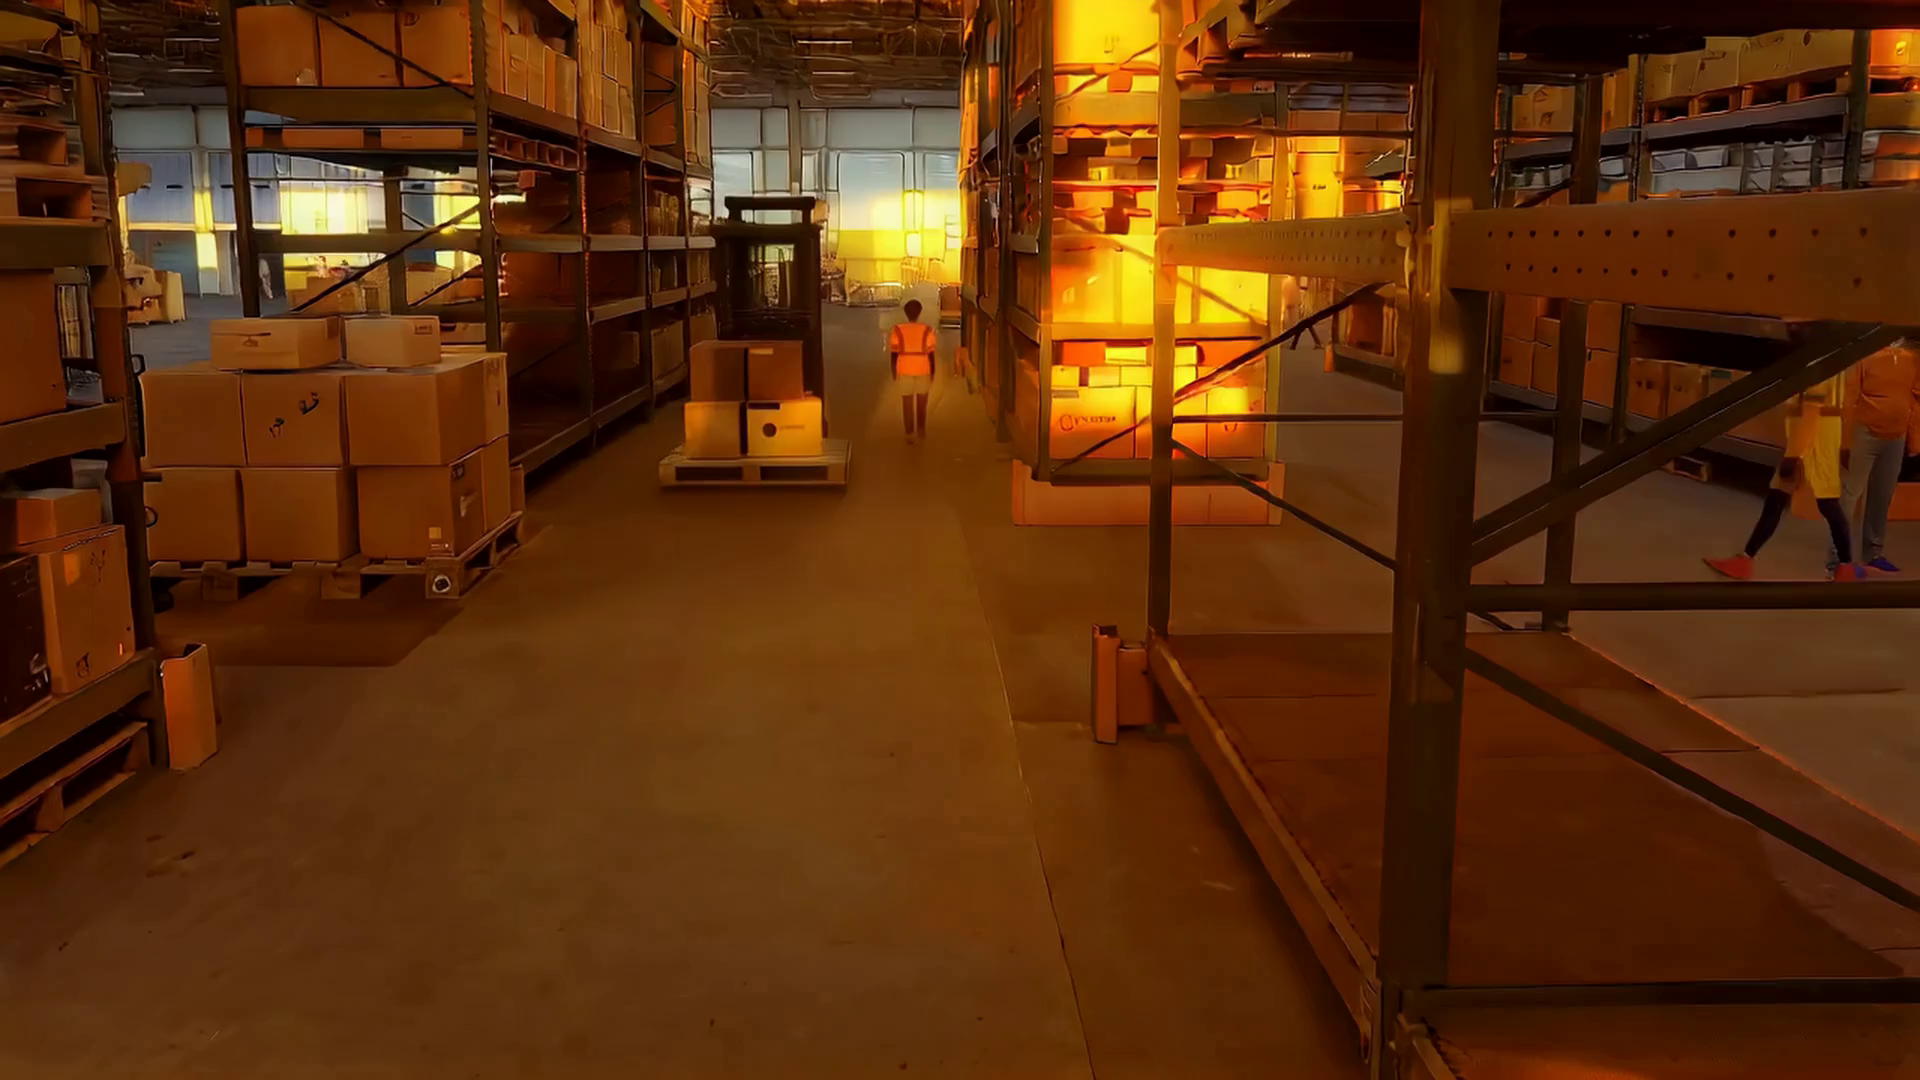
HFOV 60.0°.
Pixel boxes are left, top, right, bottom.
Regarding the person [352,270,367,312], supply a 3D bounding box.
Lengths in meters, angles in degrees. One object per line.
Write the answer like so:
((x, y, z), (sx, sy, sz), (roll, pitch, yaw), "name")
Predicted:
((-12.394, -4.694, 34.402), (0.330, 1.760, 0.522), (-4, 11, -20), "person")

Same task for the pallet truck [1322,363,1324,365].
((7.712, -4.157, 30.737), (1.885, 1.965, 0.823), (3, 11, 16), "pallet truck")

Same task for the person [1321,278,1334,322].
((10.866, -7.354, 48.710), (0.359, 1.939, 0.635), (-7, 12, -34), "person")

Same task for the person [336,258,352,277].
((-17.270, -6.943, 46.599), (0.670, 1.887, 0.369), (7, 12, 33), "person")

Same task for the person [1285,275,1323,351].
((7.457, -4.895, 35.801), (0.815, 1.656, 0.536), (1, 10, 7), "person")

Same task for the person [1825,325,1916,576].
((6.465, -0.694, 11.739), (0.647, 1.900, 0.400), (-3, 11, -15), "person")

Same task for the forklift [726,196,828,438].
((-2.041, -2.340, 18.156), (1.129, 2.768, 1.873), (0, 10, -2), "forklift")

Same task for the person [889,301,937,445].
((-0.550, -1.967, 19.484), (0.549, 1.642, 0.858), (0, 10, -1), "person")

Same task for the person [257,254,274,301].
((-27.604, -10.451, 66.088), (0.620, 1.892, 0.639), (-2, 10, -9), "person")

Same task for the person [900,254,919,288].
((-1.681, -8.503, 55.113), (0.635, 1.940, 0.367), (-1, 10, -5), "person")

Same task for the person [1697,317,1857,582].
((5.575, -0.635, 11.119), (1.034, 1.986, 0.639), (2, 10, 12), "person")

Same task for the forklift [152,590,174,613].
((-5.858, -0.811, 9.639), (1.873, 2.768, 1.129), (-1, 10, -3), "forklift")

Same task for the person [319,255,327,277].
((-24.453, -10.001, 63.746), (0.806, 1.840, 0.520), (-3, 11, -17), "person")
